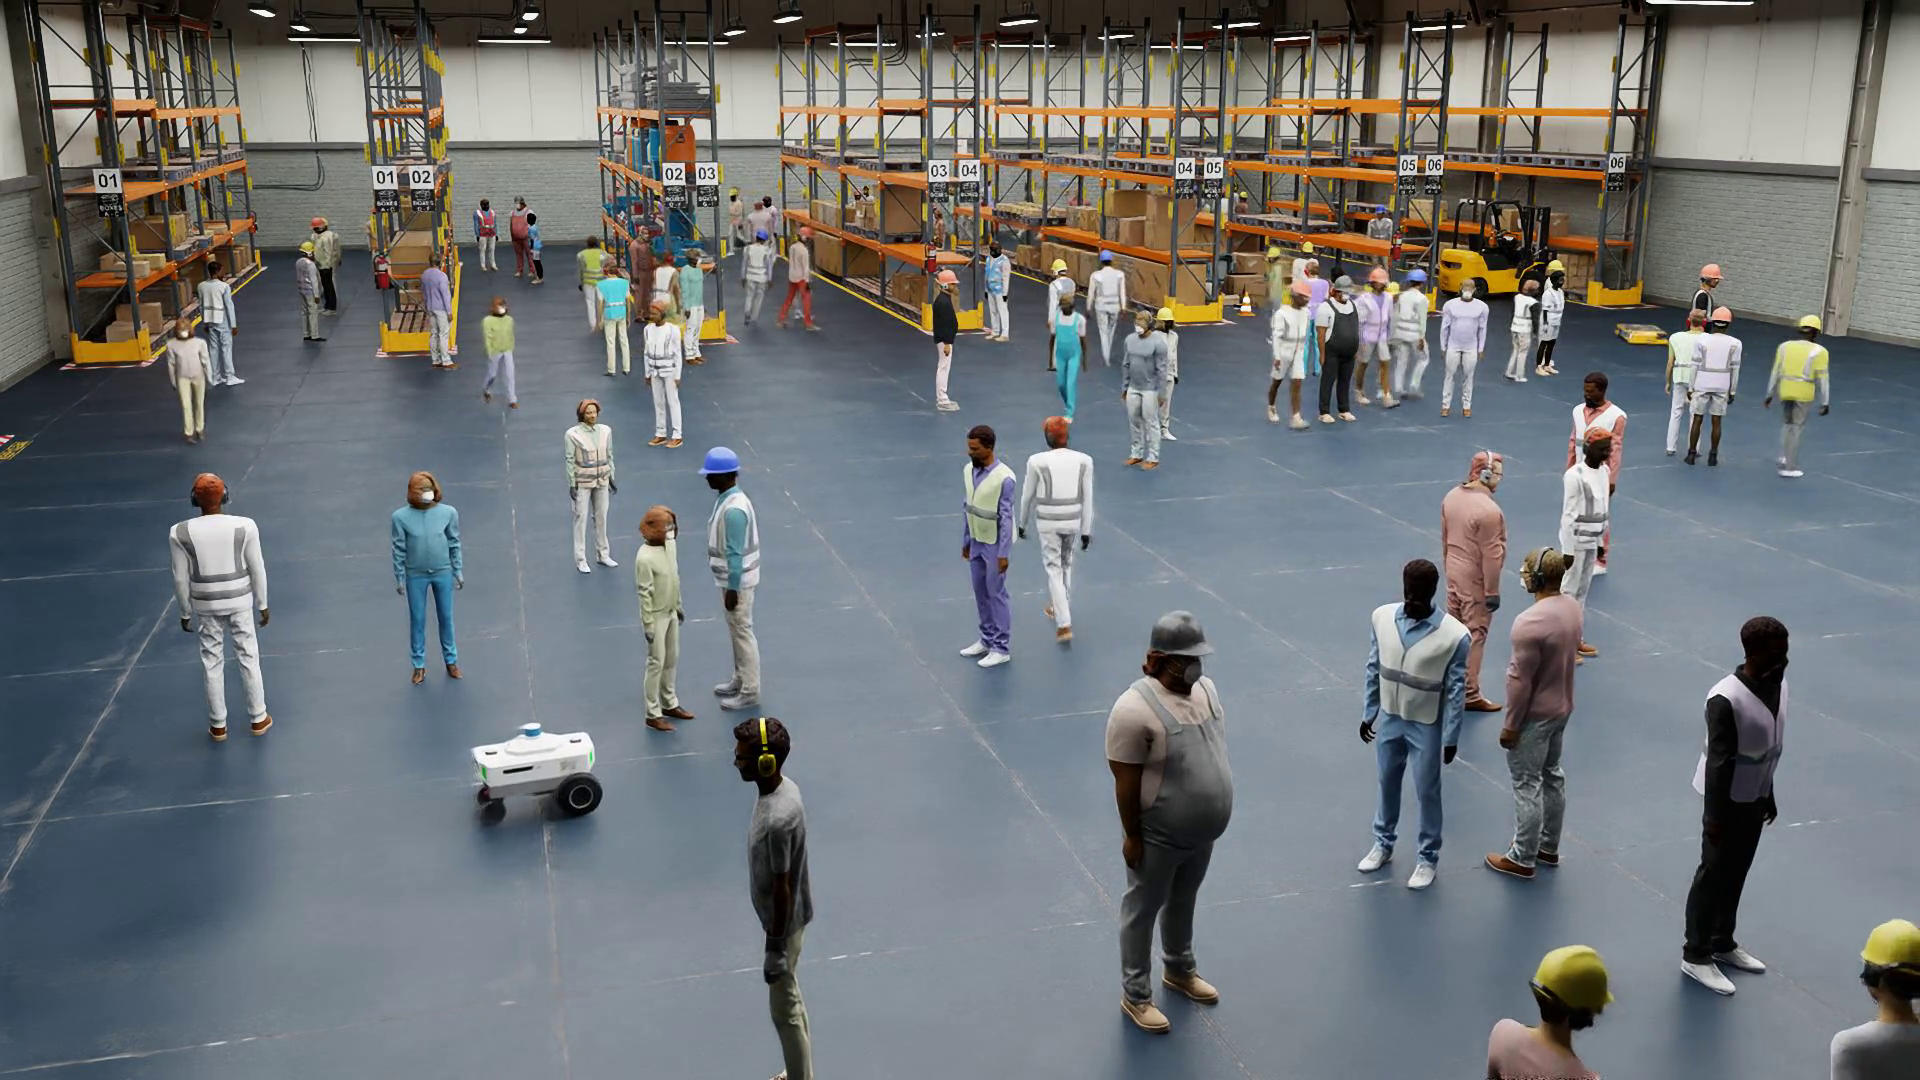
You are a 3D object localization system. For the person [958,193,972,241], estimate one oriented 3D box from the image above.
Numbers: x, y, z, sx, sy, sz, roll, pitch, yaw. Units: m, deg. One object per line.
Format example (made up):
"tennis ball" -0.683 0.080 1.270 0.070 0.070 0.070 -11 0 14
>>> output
"person" 0.058 -9.534 49.268 0.743 1.798 0.605 -2 15 -6

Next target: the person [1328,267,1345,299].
"person" 6.145 -3.621 27.220 0.319 1.698 0.532 8 17 28

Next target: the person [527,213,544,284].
"person" -10.216 -7.000 39.959 0.322 1.689 0.532 -1 15 -3

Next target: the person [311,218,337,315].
"person" -13.087 -5.626 34.211 0.389 1.986 0.608 -10 18 -33

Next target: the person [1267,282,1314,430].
"person" 4.467 -2.500 22.499 0.655 1.976 1.059 -5 16 -19

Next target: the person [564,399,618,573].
"person" -3.474 -0.523 15.671 0.309 1.641 0.513 14 21 43

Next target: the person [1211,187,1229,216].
"person" 7.410 -9.078 47.340 0.564 1.910 0.606 -3 15 -12

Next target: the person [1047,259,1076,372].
"person" 1.614 -3.636 27.019 0.403 1.830 0.599 13 19 40

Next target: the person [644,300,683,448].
"person" -3.789 -2.119 21.230 0.577 1.879 0.347 8 17 28

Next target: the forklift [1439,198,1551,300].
"forklift" 11.913 -6.508 37.130 2.313 2.155 1.214 -4 15 -15

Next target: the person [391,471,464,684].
"person" -4.044 0.276 12.670 0.507 1.636 0.274 -7 16 -23

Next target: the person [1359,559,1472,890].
"person" 2.561 1.014 9.382 0.593 1.912 0.390 14 20 42

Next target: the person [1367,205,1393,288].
"person" 9.871 -6.908 39.130 0.616 1.943 0.412 6 16 22

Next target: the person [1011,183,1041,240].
"person" 2.138 -10.303 52.207 0.975 1.794 0.626 4 15 16

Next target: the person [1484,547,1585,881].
"person" 3.289 0.984 9.460 0.371 1.932 0.623 14 20 43

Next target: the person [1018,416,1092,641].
"person" 0.826 -0.105 13.734 0.572 1.849 0.911 -6 16 -20

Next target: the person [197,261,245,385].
"person" -11.522 -3.365 25.842 0.596 1.912 0.372 4 16 16

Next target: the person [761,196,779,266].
"person" -5.096 -8.207 44.202 0.619 1.845 0.430 12 19 38

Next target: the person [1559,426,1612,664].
"person" 4.919 0.029 13.131 0.576 1.881 0.352 -14 20 -42

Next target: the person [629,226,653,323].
"person" -6.299 -5.285 33.113 0.401 1.895 0.655 5 16 18

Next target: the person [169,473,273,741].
"person" -5.091 0.461 11.503 0.583 1.884 0.350 -6 16 -21

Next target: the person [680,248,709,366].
"person" -4.443 -3.893 27.811 0.383 1.932 0.647 4 15 15

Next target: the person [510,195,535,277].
"person" -10.929 -7.580 41.461 0.683 2.000 0.535 4 15 14

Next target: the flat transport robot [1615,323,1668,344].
"flat transport robot" 12.573 -3.821 30.707 0.652 0.197 1.431 3 15 10

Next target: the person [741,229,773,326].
"person" -3.952 -5.101 32.425 0.636 1.896 0.552 1 15 4

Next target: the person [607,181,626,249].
"person" -10.066 -9.563 49.011 0.612 1.994 0.394 1 15 2

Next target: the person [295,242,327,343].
"person" -11.862 -4.516 30.362 0.590 1.823 0.404 13 20 40

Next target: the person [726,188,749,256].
"person" -6.307 -9.016 47.145 0.583 1.898 0.802 14 20 42

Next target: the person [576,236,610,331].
"person" -7.046 -4.944 32.023 0.646 1.793 0.954 -2 15 -9

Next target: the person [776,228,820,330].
"person" -3.126 -5.033 32.092 0.571 1.945 0.819 -11 18 -36

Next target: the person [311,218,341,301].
"person" -13.978 -6.188 36.696 0.615 1.798 0.831 -7 16 -23

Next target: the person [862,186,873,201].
"person" -2.717 -9.529 49.157 0.508 1.859 0.334 11 19 37

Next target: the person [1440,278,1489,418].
"person" 7.010 -2.676 23.202 0.631 1.940 0.372 4 15 13

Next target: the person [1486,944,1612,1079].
"person" 1.906 2.139 5.434 0.344 1.756 0.547 -5 16 -19

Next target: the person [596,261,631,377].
"person" -5.526 -3.532 26.596 0.563 1.848 0.389 -10 18 -33

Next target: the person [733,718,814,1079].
"person" -0.792 1.640 7.125 0.328 1.861 0.503 -3 15 -10

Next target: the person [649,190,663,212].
"person" -8.392 -8.756 46.132 0.403 1.915 0.597 -14 20 -42

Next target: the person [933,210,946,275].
"person" -0.523 -7.517 42.017 0.318 1.631 0.513 -5 16 -18

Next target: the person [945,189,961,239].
"person" -0.220 -10.330 52.615 0.514 1.623 0.294 -1 15 -5

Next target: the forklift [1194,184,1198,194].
"forklift" 7.392 -11.333 53.972 1.873 2.768 1.129 -4 15 -15

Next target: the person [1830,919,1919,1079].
"person" 3.064 2.125 5.557 0.540 1.703 0.744 -3 15 -11
